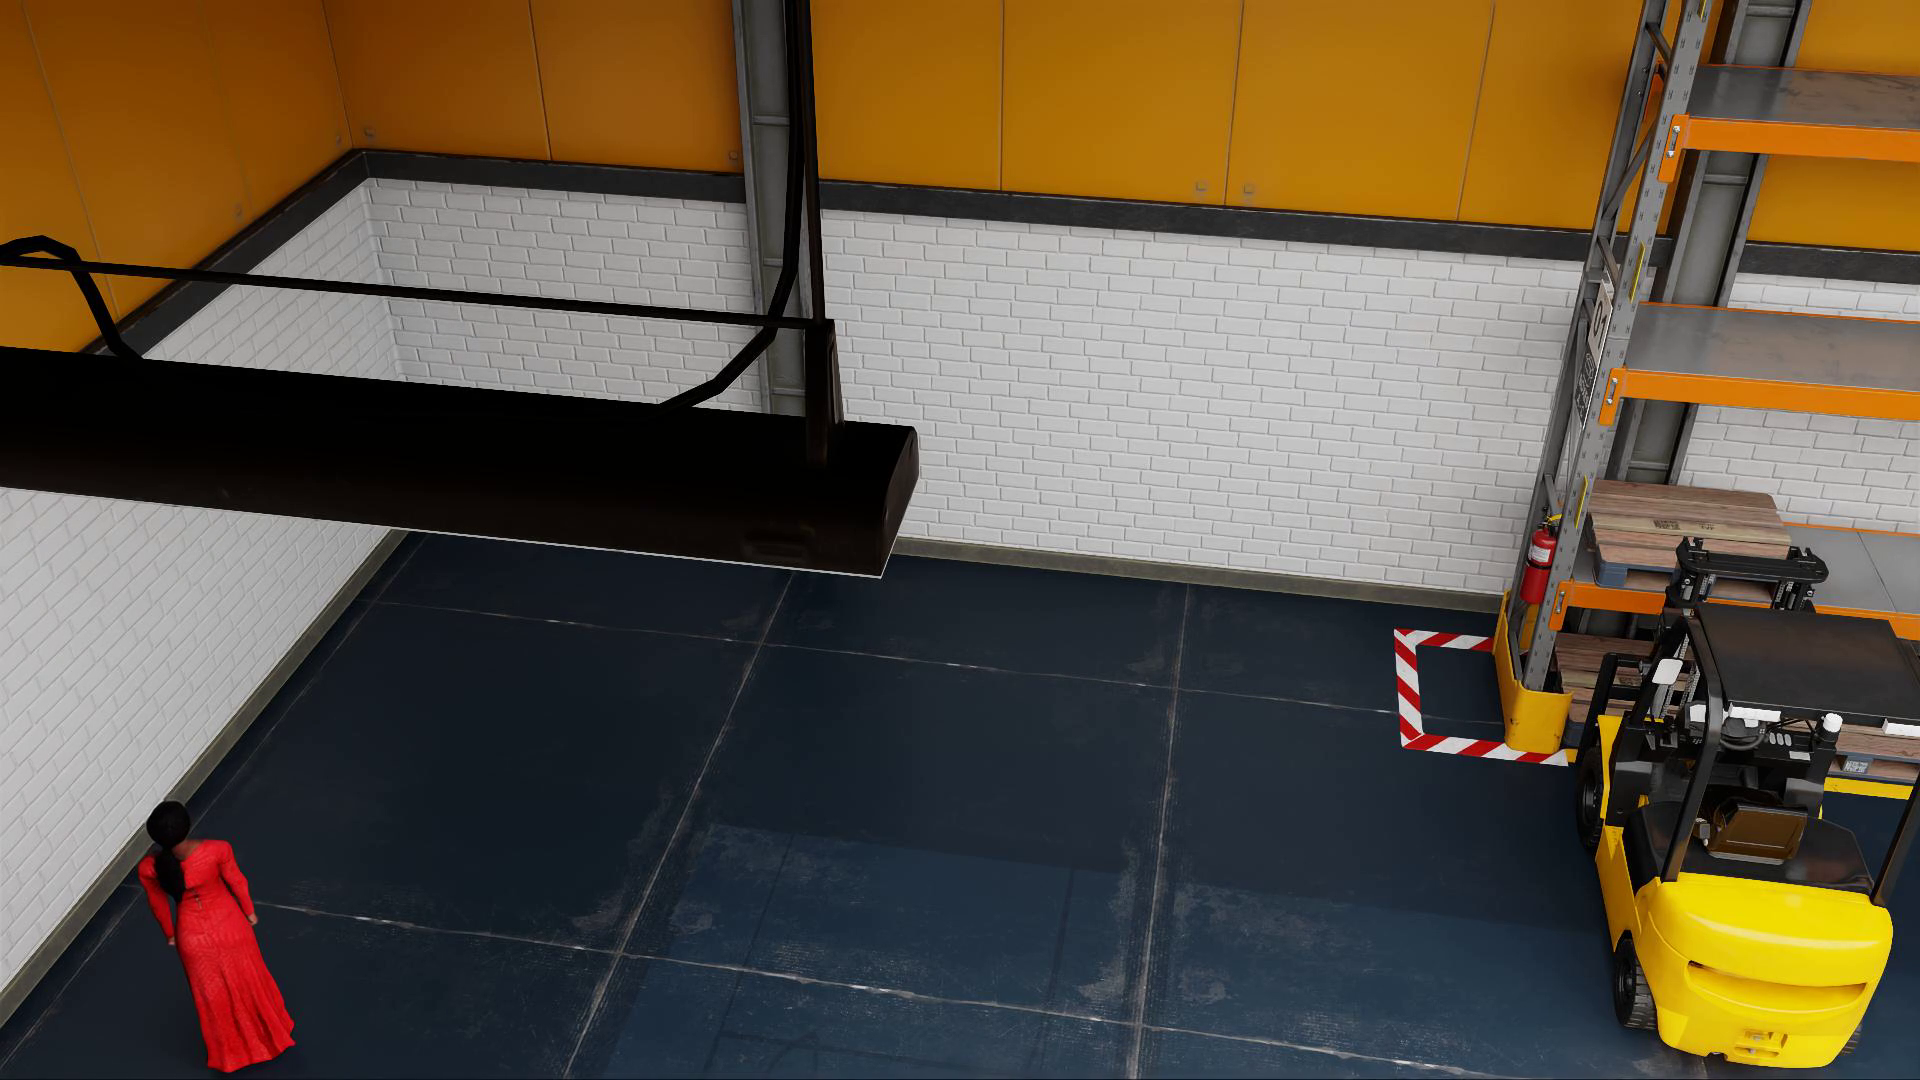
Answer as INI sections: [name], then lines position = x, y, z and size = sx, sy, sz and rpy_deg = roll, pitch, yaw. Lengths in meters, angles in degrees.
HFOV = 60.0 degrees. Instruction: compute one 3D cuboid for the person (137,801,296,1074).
[person]
position = -3.834, 2.029, 8.520
size = 0.691, 1.783, 0.788
rpy_deg = -11, 35, -16
